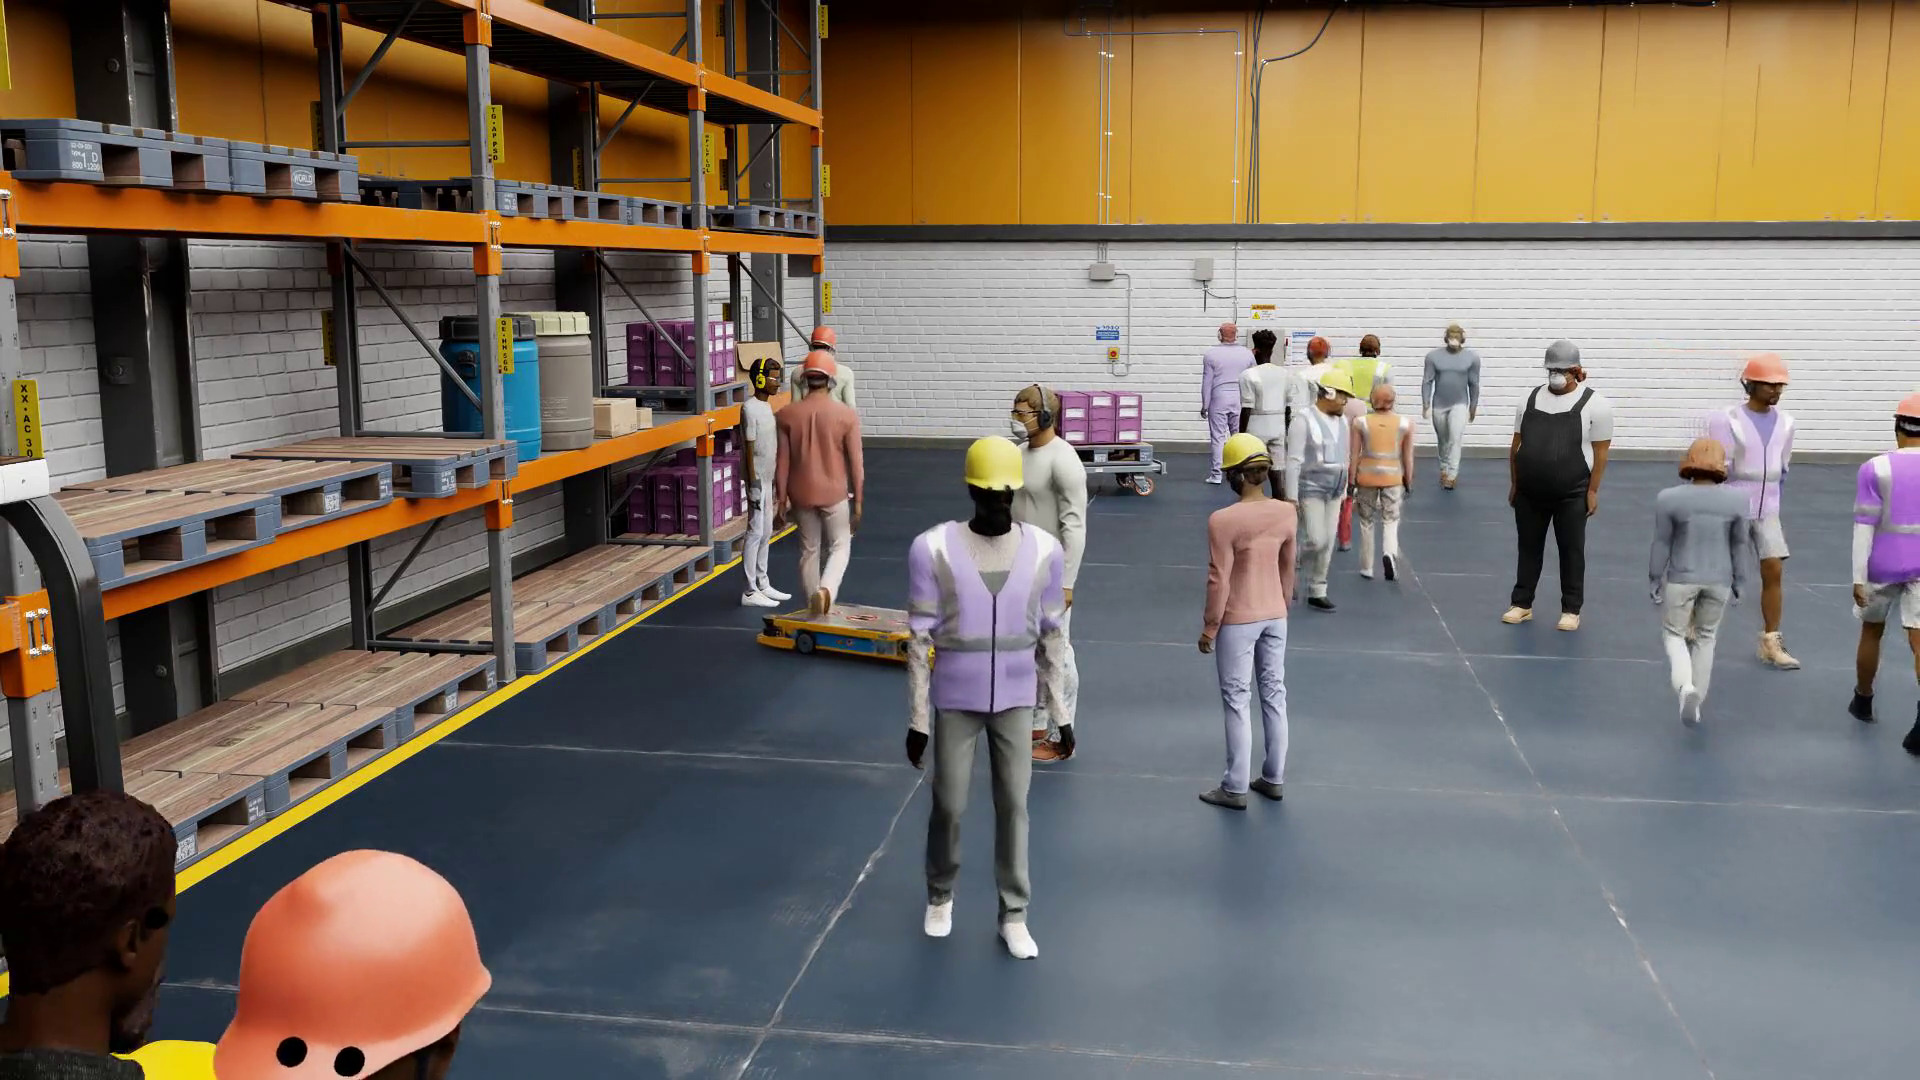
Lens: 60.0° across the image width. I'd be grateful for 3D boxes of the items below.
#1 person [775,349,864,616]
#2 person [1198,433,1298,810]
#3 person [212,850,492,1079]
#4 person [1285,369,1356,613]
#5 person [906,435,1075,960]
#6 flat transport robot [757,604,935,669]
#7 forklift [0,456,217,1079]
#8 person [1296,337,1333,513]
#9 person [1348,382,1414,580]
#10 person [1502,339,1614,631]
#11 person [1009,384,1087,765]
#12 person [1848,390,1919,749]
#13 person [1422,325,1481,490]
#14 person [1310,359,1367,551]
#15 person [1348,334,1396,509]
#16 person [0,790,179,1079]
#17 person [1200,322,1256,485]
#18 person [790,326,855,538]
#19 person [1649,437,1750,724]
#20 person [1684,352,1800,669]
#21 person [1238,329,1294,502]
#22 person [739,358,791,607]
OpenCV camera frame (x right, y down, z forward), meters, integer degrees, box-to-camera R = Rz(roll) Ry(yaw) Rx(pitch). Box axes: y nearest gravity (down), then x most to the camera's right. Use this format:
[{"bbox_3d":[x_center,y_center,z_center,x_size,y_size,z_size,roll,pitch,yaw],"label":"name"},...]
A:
[{"bbox_3d":[-0.970,-0.296,11.264,0.630,1.977,0.727,2,9,9],"label":"person"},{"bbox_3d":[1.335,0.380,7.780,0.524,1.760,0.326,-6,11,-32],"label":"person"},{"bbox_3d":[-0.612,1.246,1.967,0.547,1.918,0.807,3,10,17],"label":"person"},{"bbox_3d":[2.636,-0.363,12.233,0.612,1.794,0.448,-6,11,-35],"label":"person"},{"bbox_3d":[0.107,0.570,6.135,0.625,1.936,0.441,-2,9,-11],"label":"person"},{"bbox_3d":[-0.571,0.609,10.928,1.431,0.197,0.652,6,11,31],"label":"flat transport robot"},{"bbox_3d":[-2.328,0.975,2.765,2.313,2.155,1.214,1,9,9],"label":"forklift"},{"bbox_3d":[3.660,-1.135,16.860,0.556,1.849,0.910,-2,9,-12],"label":"person"},{"bbox_3d":[3.371,-0.458,13.341,0.524,1.614,0.588,2,9,10],"label":"person"},{"bbox_3d":[4.154,-0.390,11.651,0.683,2.000,0.538,7,12,38],"label":"person"},{"bbox_3d":[0.409,0.170,8.511,0.355,1.938,0.637,-4,10,-26],"label":"person"},{"bbox_3d":[5.056,0.145,8.877,0.536,1.891,1.008,2,9,14],"label":"person"},{"bbox_3d":[5.694,-1.552,19.303,0.628,1.894,1.026,4,10,24],"label":"person"},{"bbox_3d":[3.286,-0.716,14.620,0.531,1.742,0.797,4,10,26],"label":"person"},{"bbox_3d":[4.298,-1.243,17.527,0.636,1.841,0.429,7,12,38],"label":"person"},{"bbox_3d":[-1.083,1.251,2.021,0.621,1.886,0.457,5,11,29],"label":"person"},{"bbox_3d":[3.129,-1.598,19.526,0.652,1.904,0.402,-2,9,-9],"label":"person"},{"bbox_3d":[-1.265,-0.983,15.451,0.613,1.995,0.391,1,9,4],"label":"person"},{"bbox_3d":[4.042,0.242,9.092,0.504,1.611,0.562,2,9,11],"label":"person"},{"bbox_3d":[5.081,-0.226,10.792,0.611,2.004,1.025,-1,9,-7],"label":"person"},{"bbox_3d":[2.830,-0.983,15.540,0.613,1.963,0.362,-5,10,-27],"label":"person"},{"bbox_3d":[-1.480,-0.429,12.468,0.334,1.860,0.508,2,9,11],"label":"person"}]
